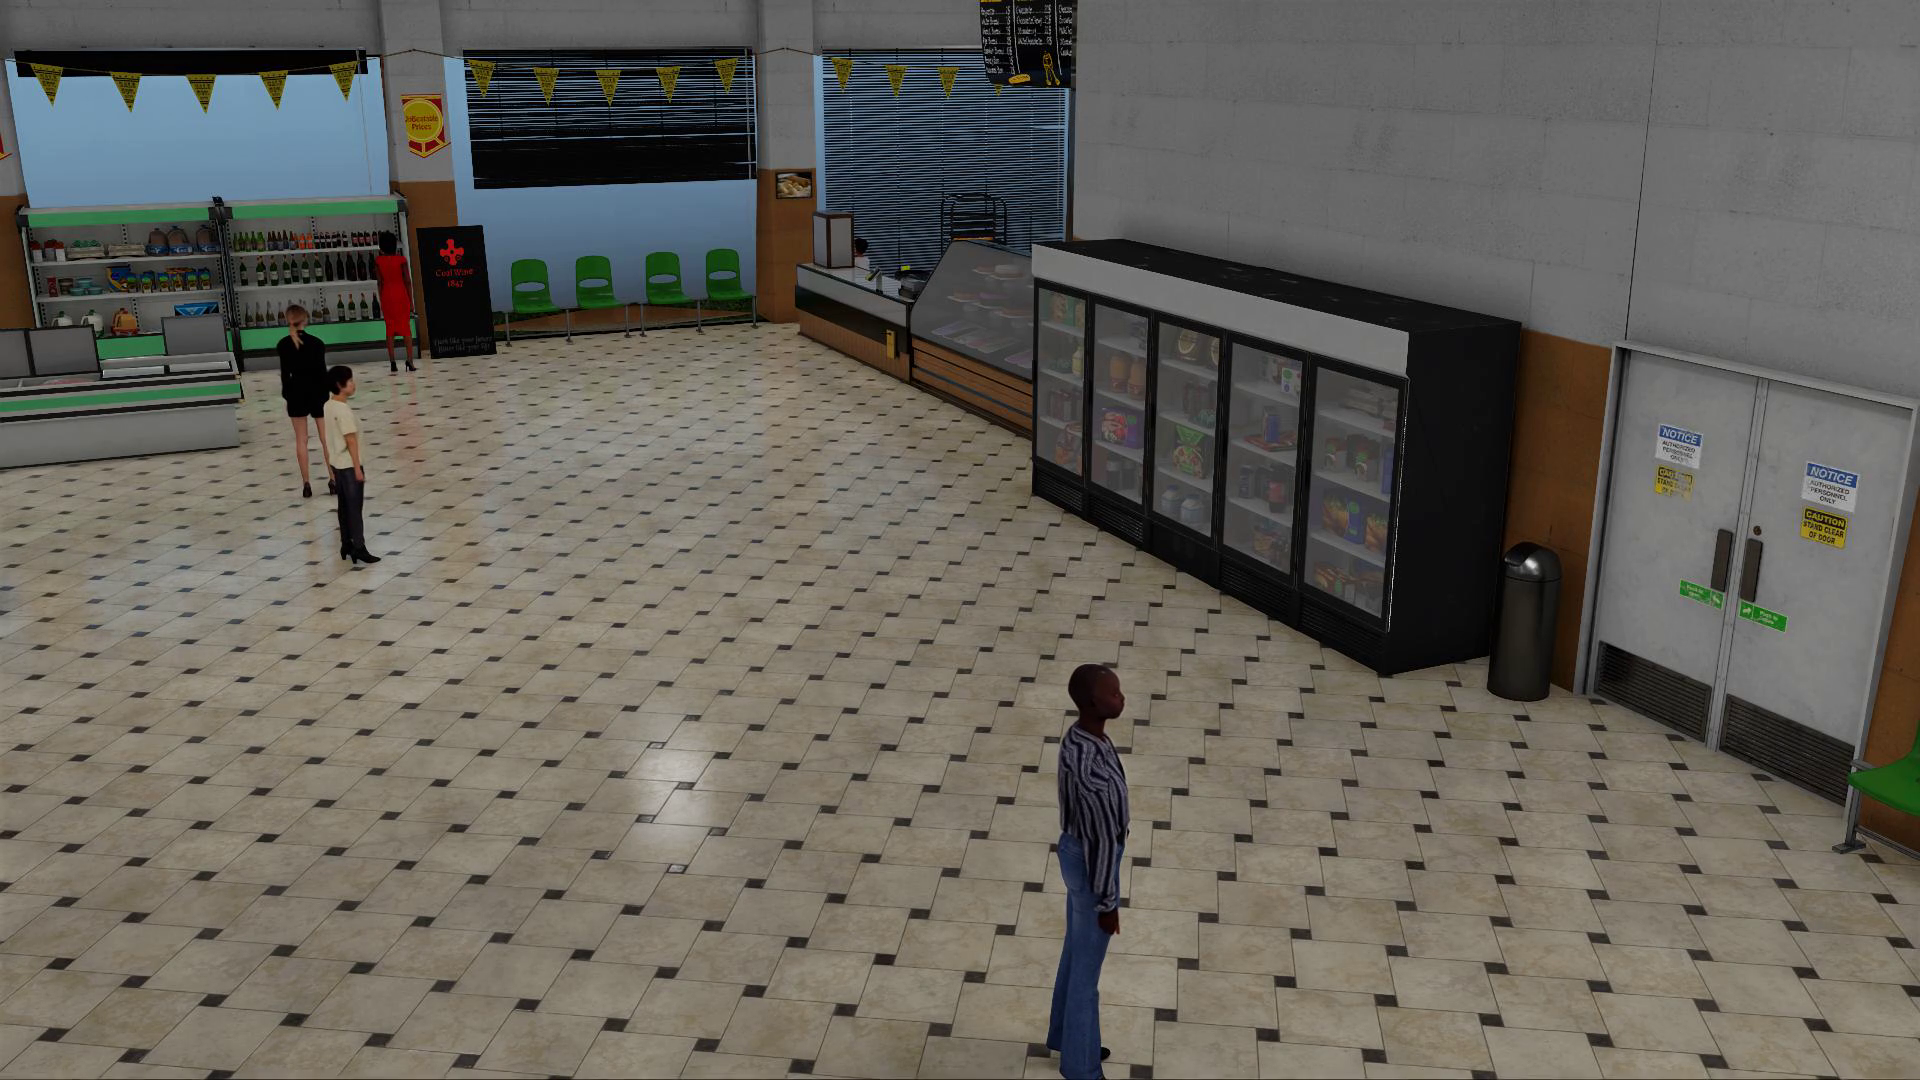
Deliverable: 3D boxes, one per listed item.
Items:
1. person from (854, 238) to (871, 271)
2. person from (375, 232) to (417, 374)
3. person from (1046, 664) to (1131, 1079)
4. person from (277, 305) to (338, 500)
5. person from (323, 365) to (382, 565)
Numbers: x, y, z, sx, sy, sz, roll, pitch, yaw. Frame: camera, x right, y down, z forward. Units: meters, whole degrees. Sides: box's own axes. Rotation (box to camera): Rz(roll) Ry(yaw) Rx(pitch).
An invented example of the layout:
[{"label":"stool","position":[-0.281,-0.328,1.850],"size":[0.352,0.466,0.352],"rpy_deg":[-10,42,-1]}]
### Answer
[{"label":"person","position":[-1.438,-3.771,24.266],"size":[0.519,1.262,0.611],"rpy_deg":[-16,23,-42]},{"label":"person","position":[-7.066,-2.974,20.811],"size":[0.542,1.744,0.686],"rpy_deg":[-2,17,-5]},{"label":"person","position":[0.507,1.330,6.547],"size":[0.649,1.796,0.687],"rpy_deg":[-1,17,-4]},{"label":"person","position":[-5.930,-1.257,15.113],"size":[0.495,1.768,0.652],"rpy_deg":[-5,18,-17]},{"label":"person","position":[-4.887,-0.600,13.258],"size":[0.570,1.589,0.640],"rpy_deg":[-14,22,-38]}]
